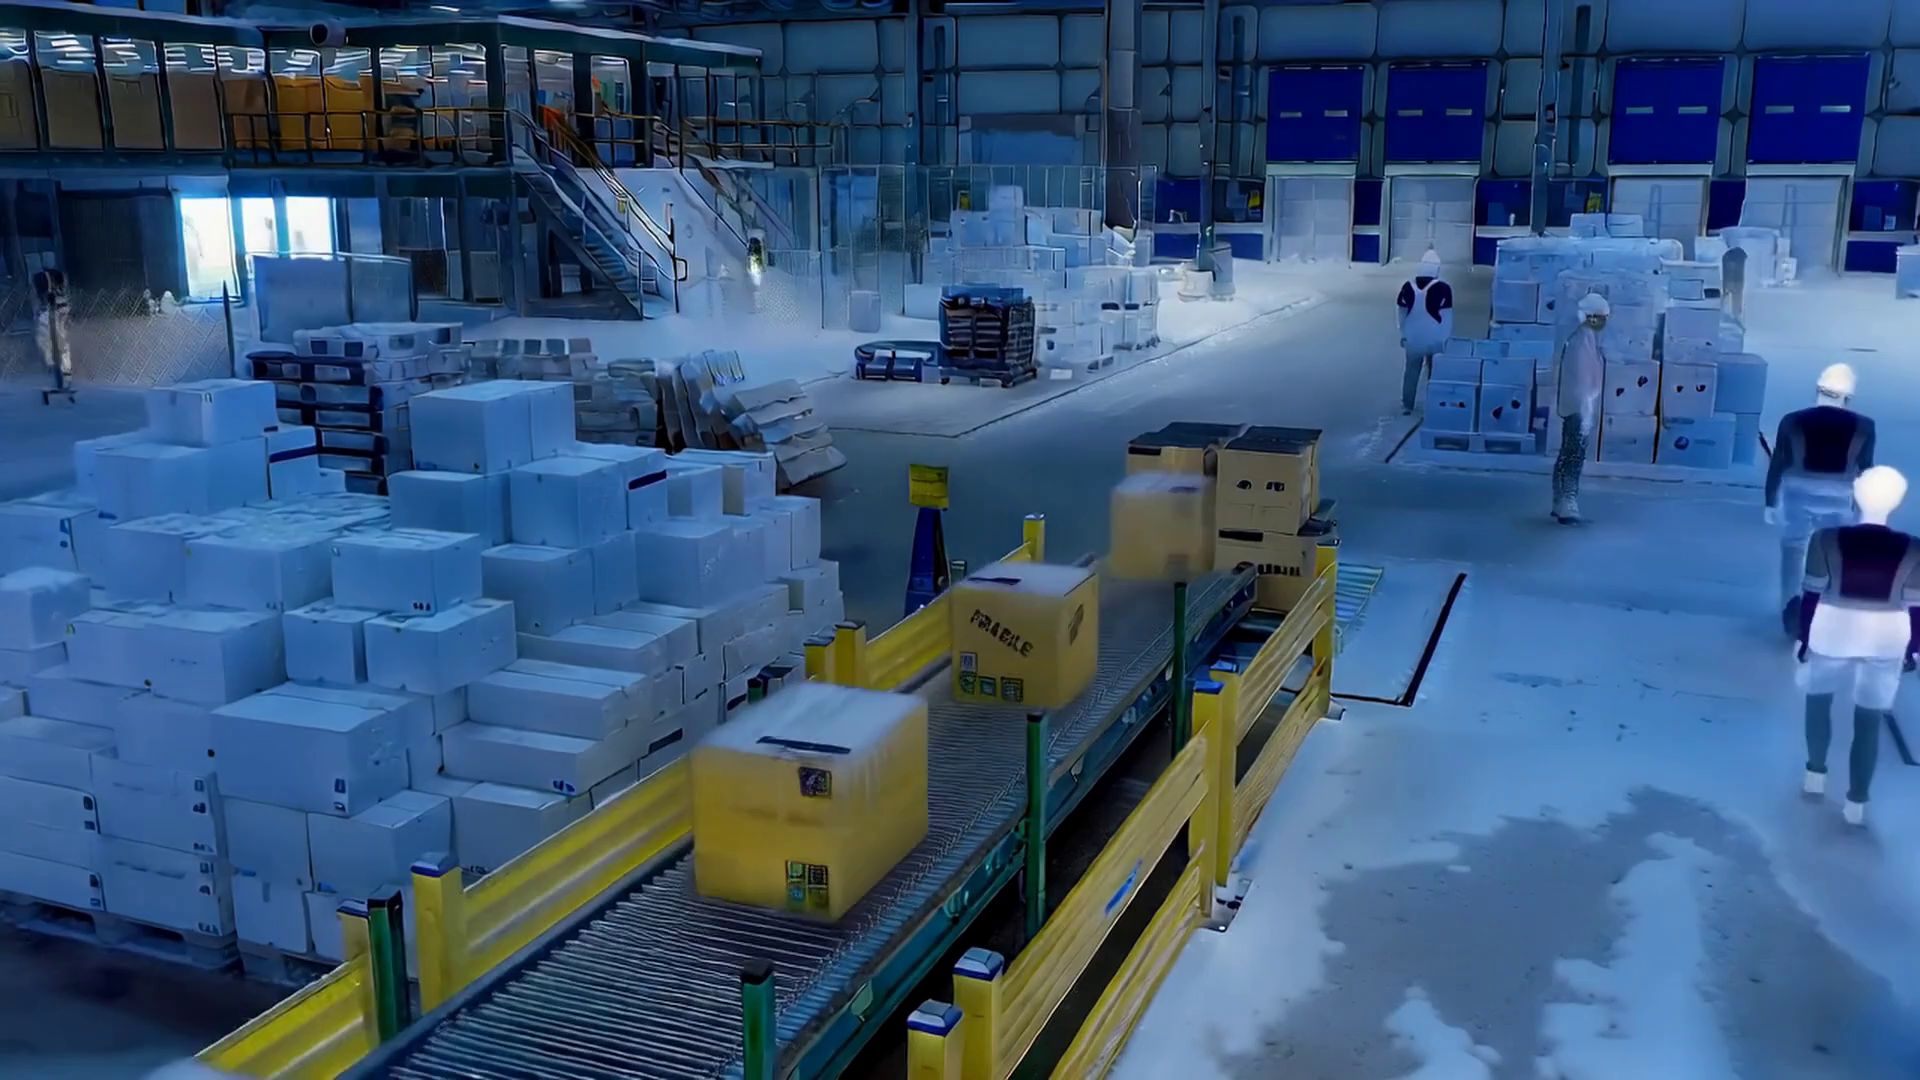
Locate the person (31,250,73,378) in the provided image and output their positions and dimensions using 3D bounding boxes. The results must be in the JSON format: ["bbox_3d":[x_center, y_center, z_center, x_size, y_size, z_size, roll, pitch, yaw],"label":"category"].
[{"bbox_3d":[-13.204,-3.266,24.130,0.565,1.862,0.603,4,13,19],"label":"person"}]

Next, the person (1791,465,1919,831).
[{"bbox_3d":[4.176,0.484,7.728,0.552,1.675,0.554,5,14,23],"label":"person"}]

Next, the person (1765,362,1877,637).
[{"bbox_3d":[5.593,-0.267,10.850,0.607,1.793,0.822,5,13,20],"label":"person"}]

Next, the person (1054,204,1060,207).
[{"bbox_3d":[2.942,-9.882,53.736,0.503,1.898,0.701,-9,15,-34],"label":"person"}]

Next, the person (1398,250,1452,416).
[{"bbox_3d":[5.738,-2.524,20.408,0.681,2.000,0.538,11,17,41],"label":"person"}]

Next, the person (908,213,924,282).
[{"bbox_3d":[-1.188,-7.911,45.031,0.429,1.840,0.624,1,13,6],"label":"person"}]

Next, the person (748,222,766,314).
[{"bbox_3d":[-4.253,-5.711,34.985,0.414,1.925,0.558,-4,13,-17],"label":"person"}]

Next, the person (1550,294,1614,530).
[{"bbox_3d":[5.266,-1.088,14.092,0.399,1.984,0.610,2,13,8],"label":"person"}]

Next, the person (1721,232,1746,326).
[{"bbox_3d":[13.551,-4.485,29.484,0.653,1.909,0.848,-10,16,-37],"label":"person"}]
